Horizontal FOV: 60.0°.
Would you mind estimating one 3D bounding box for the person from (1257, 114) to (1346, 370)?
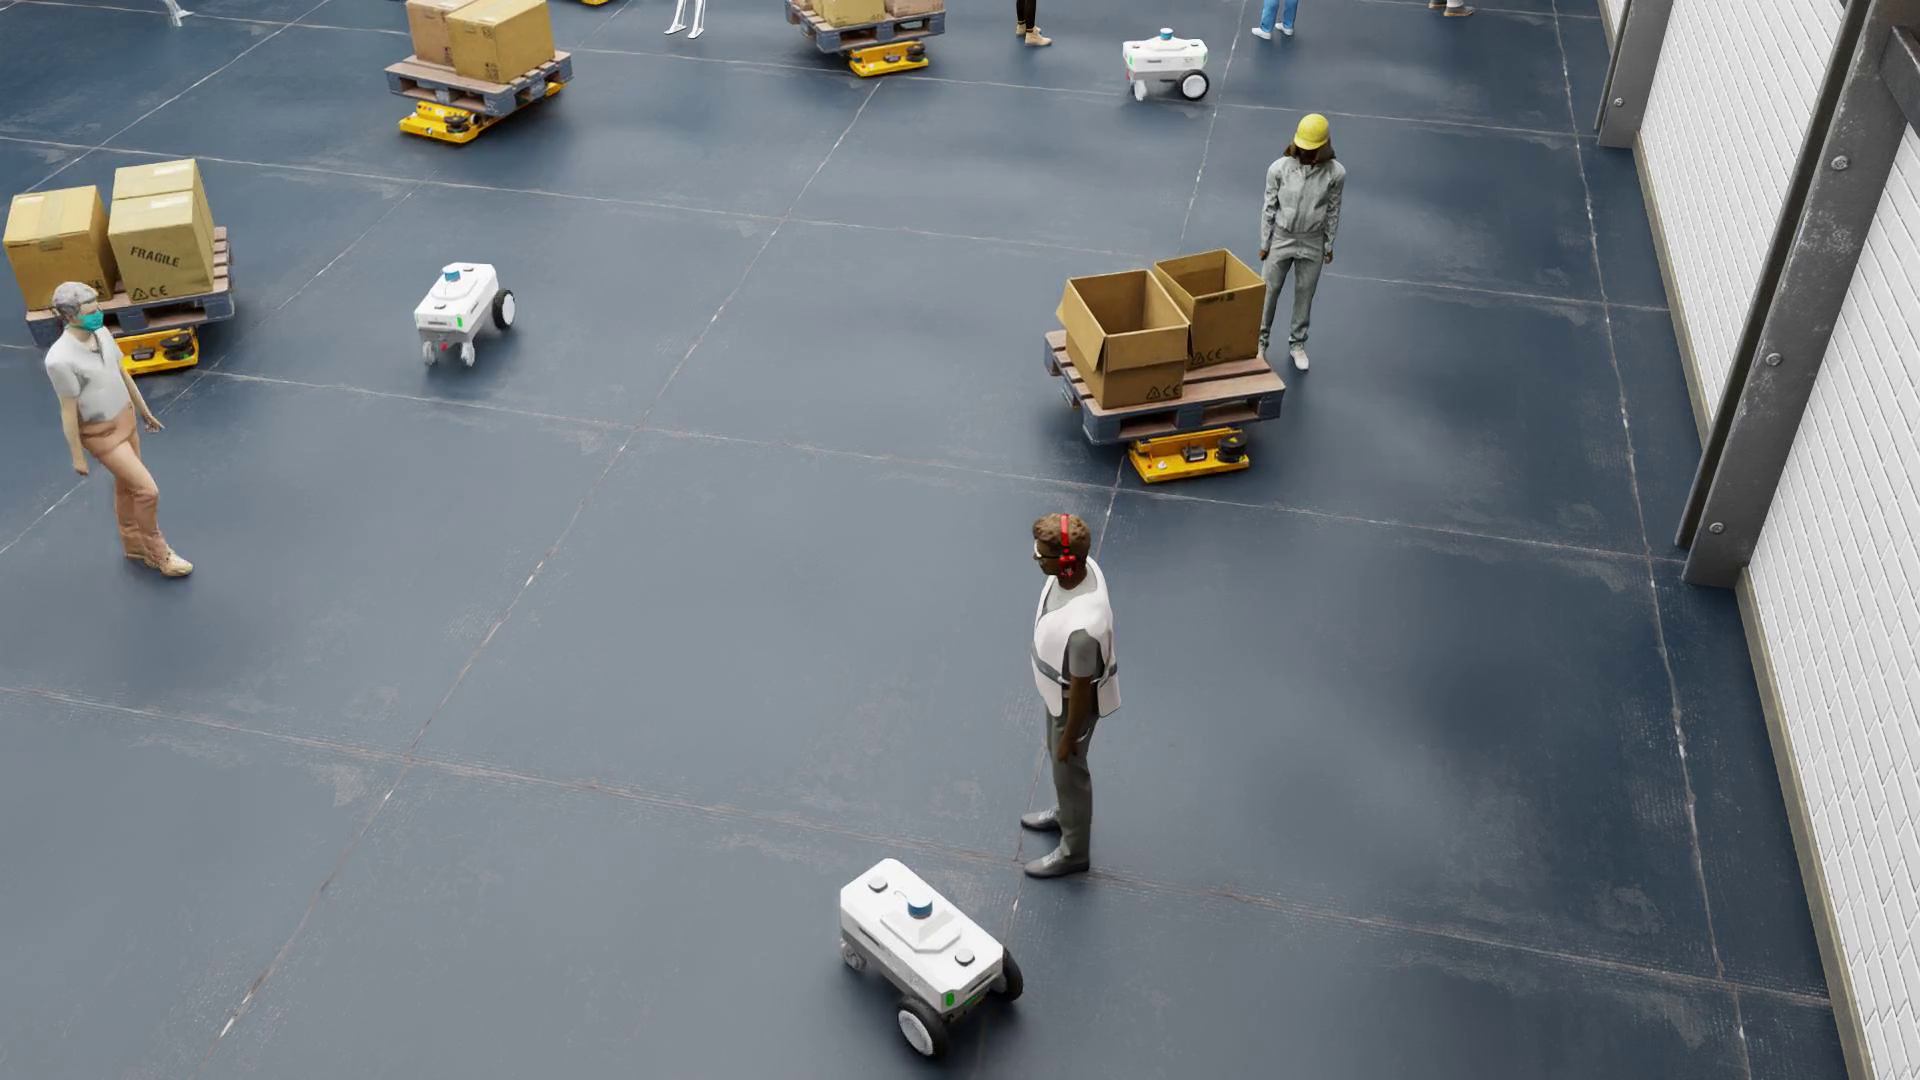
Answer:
[{"bbox_3d":[2.130,-1.860,10.480,0.487,1.737,0.319,2,37,3],"label":"person"}]

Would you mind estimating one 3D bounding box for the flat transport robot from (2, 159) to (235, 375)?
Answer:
[{"bbox_3d":[-5.528,-1.540,11.280,0.659,0.231,1.431,-12,38,-16],"label":"flat transport robot"}]

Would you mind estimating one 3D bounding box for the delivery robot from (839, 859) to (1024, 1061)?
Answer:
[{"bbox_3d":[-0.146,1.665,6.758,0.499,0.602,0.795,-30,46,-33],"label":"delivery robot"}]

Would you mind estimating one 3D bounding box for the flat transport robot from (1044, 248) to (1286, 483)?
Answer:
[{"bbox_3d":[1.223,-0.848,10.354,0.659,0.231,1.431,-9,38,-12],"label":"flat transport robot"}]

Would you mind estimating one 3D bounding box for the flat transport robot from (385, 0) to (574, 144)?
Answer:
[{"bbox_3d":[-4.089,-3.797,14.299,0.659,0.231,1.431,16,40,21],"label":"flat transport robot"}]

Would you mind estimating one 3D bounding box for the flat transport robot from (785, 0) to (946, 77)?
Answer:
[{"bbox_3d":[-0.879,-4.665,15.461,0.659,0.231,1.431,-16,40,-20],"label":"flat transport robot"}]

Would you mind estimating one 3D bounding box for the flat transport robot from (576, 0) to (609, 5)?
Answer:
[{"bbox_3d":[-3.498,-5.790,16.967,0.659,0.231,1.431,20,41,25],"label":"flat transport robot"}]

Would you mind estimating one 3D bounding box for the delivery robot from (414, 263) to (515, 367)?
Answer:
[{"bbox_3d":[-3.322,-1.546,11.042,0.499,0.586,0.773,4,37,5],"label":"delivery robot"}]

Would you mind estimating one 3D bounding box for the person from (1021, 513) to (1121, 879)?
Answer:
[{"bbox_3d":[0.469,0.658,7.036,0.401,1.832,0.567,-2,37,-3],"label":"person"}]

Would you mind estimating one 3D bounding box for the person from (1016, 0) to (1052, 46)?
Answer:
[{"bbox_3d":[0.677,-5.419,15.276,0.319,1.697,0.532,-9,38,-11],"label":"person"}]

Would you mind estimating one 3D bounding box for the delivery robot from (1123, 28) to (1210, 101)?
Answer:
[{"bbox_3d":[1.825,-4.158,14.560,0.786,0.614,0.523,-3,37,-4],"label":"delivery robot"}]

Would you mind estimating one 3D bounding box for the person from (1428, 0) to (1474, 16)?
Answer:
[{"bbox_3d":[4.821,-5.981,15.873,0.337,1.882,0.583,-13,39,-17],"label":"person"}]

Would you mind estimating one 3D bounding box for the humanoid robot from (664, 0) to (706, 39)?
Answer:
[{"bbox_3d":[-2.523,-5.471,15.202,0.533,1.677,0.735,17,40,21],"label":"humanoid robot"}]

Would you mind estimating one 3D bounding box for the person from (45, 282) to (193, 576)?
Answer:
[{"bbox_3d":[-4.400,-0.563,8.755,0.602,1.719,0.507,4,37,5],"label":"person"}]

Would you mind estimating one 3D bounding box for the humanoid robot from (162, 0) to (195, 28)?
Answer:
[{"bbox_3d":[-7.602,-5.748,15.740,0.775,1.838,0.534,-25,44,-30],"label":"humanoid robot"}]

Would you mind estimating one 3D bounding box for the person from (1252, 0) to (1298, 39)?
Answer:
[{"bbox_3d":[3.004,-5.520,15.394,0.482,1.719,0.375,-20,41,-25],"label":"person"}]
